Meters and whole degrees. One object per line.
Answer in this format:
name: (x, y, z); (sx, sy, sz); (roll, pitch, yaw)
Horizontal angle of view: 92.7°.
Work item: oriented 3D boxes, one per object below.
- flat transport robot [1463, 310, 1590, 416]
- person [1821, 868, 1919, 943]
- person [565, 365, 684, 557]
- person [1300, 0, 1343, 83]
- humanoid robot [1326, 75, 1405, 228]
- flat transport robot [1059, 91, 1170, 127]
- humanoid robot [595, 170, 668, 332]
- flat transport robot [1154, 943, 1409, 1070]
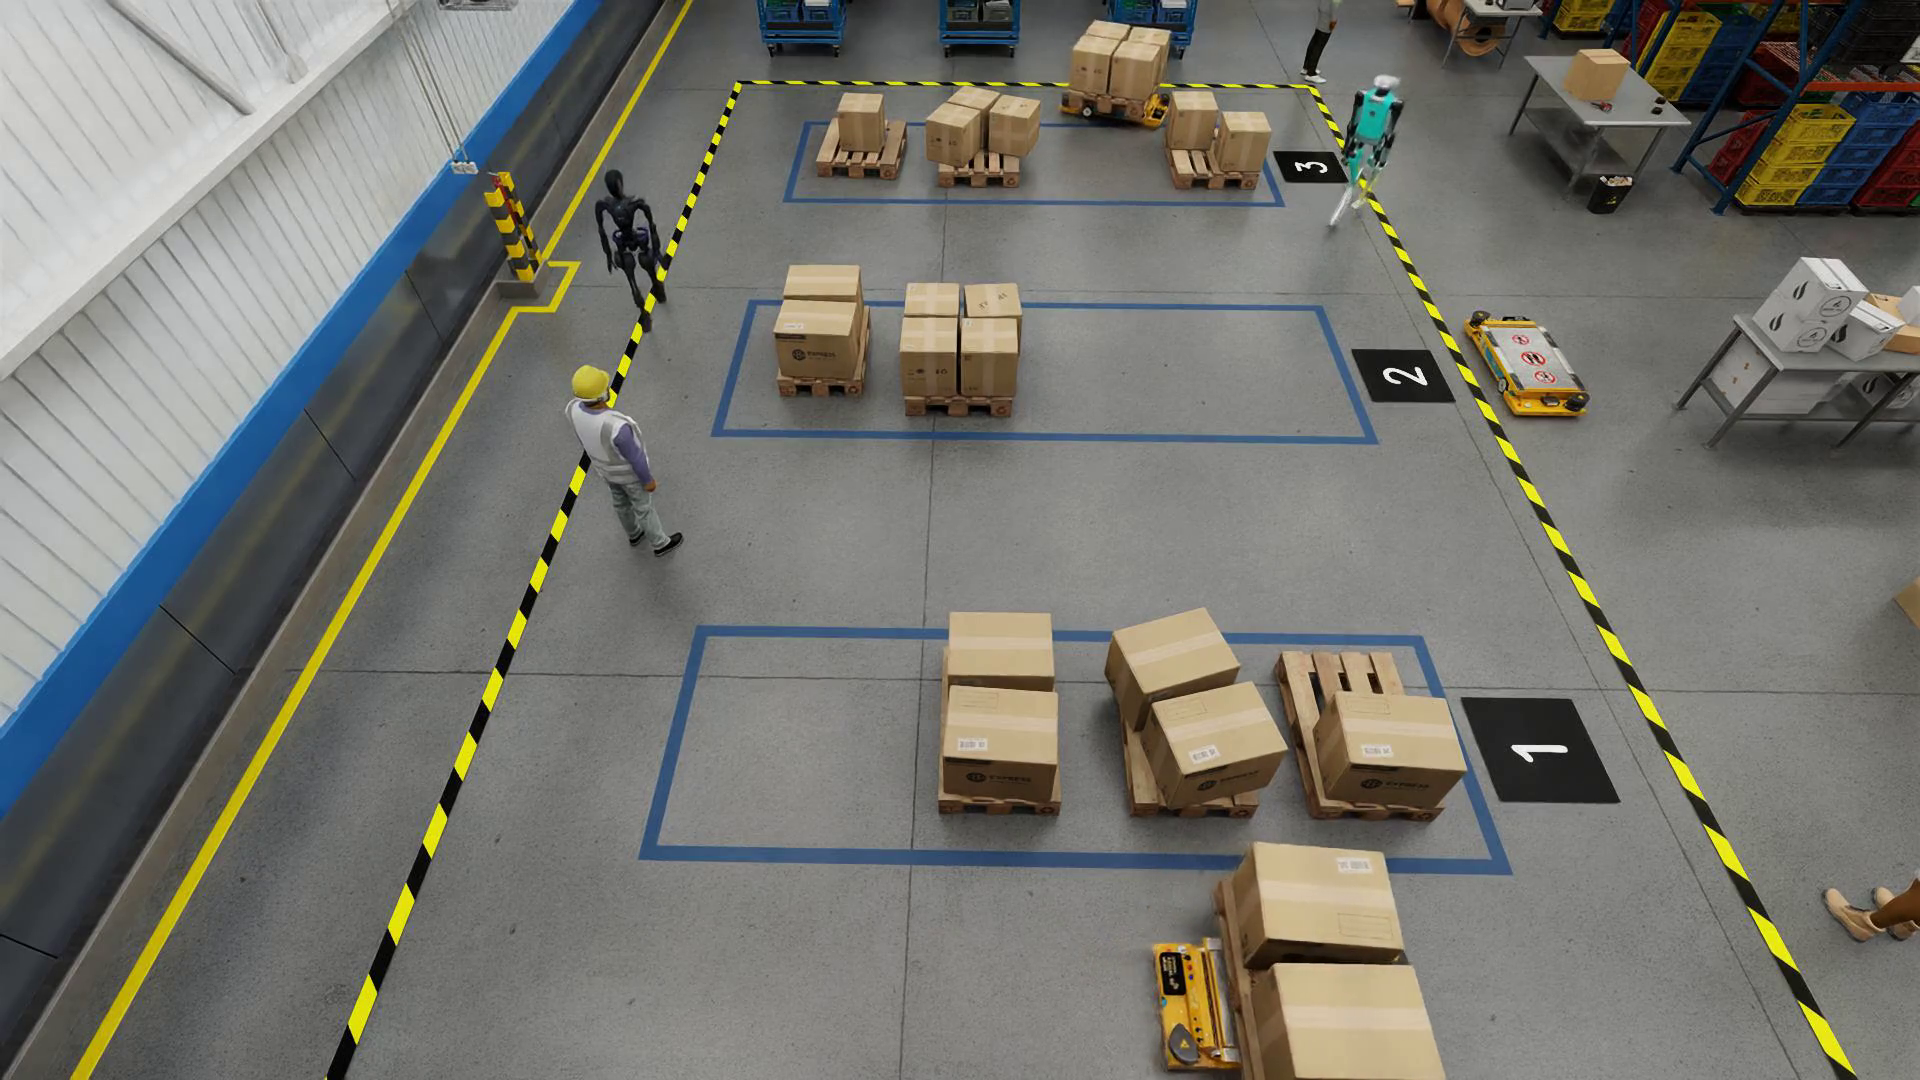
flat transport robot: (5.573, -1.757, 9.054); (0.659, 0.231, 1.431); (1, 49, 1)
person: (5.589, 1.681, 4.904); (0.606, 2.047, 0.366); (1, 49, 0)
person: (-2.568, -0.579, 6.996); (0.593, 1.837, 0.404); (23, 53, 19)
person: (5.264, -7.494, 12.973); (0.385, 1.850, 0.598); (2, 49, 1)
humanoid robot: (4.688, -4.455, 10.453); (0.540, 1.751, 1.047); (33, 57, 25)
flat transport robot: (2.171, -6.121, 12.813); (1.431, 0.197, 0.652); (16, 51, 13)
humanoid robot: (-3.262, -2.930, 9.146); (0.590, 1.632, 0.600); (-8, 50, -6)
flat transport robot: (1.872, 2.643, 5.227); (1.431, 0.197, 0.652); (1, 49, 1)
